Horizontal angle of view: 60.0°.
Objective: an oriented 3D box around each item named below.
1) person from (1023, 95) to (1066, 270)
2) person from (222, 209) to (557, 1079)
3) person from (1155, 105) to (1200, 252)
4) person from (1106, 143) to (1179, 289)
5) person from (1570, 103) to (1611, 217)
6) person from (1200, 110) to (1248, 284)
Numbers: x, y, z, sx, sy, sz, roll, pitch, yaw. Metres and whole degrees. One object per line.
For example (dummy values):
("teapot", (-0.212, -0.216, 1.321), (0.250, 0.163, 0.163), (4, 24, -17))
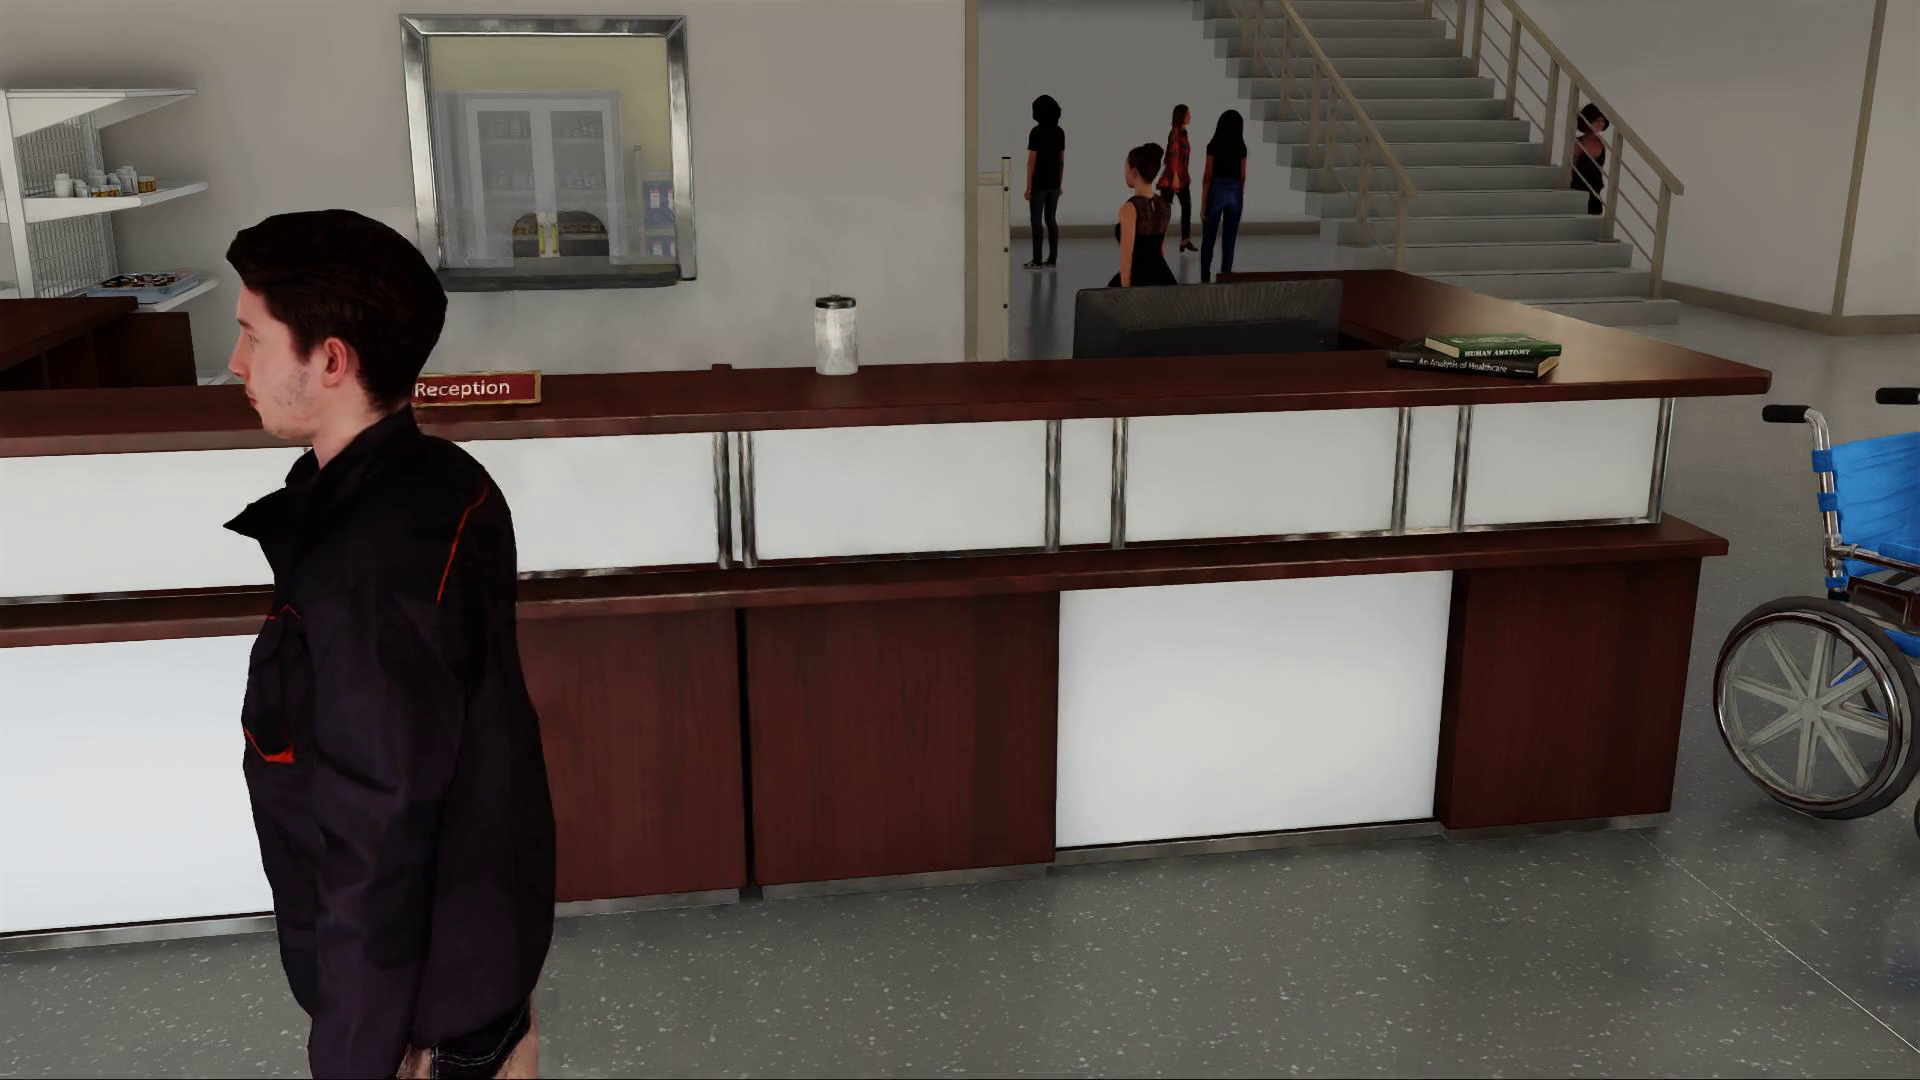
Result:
("person", (0.919, -3.846, 17.870), (0.708, 1.824, 0.695), (-11, 19, -35))
("person", (-0.604, 0.548, 2.136), (0.780, 1.917, 0.574), (-3, 16, -12))
("person", (2.432, -4.198, 19.418), (1.079, 1.674, 1.076), (8, 18, 27))
("person", (1.116, -1.402, 9.563), (0.915, 1.639, 1.137), (-12, 20, -37))
("person", (5.912, -3.271, 15.946), (0.604, 1.774, 0.814), (-5, 16, -16))
("person", (2.452, -3.044, 15.281), (0.709, 1.697, 1.162), (-1, 16, -4))
